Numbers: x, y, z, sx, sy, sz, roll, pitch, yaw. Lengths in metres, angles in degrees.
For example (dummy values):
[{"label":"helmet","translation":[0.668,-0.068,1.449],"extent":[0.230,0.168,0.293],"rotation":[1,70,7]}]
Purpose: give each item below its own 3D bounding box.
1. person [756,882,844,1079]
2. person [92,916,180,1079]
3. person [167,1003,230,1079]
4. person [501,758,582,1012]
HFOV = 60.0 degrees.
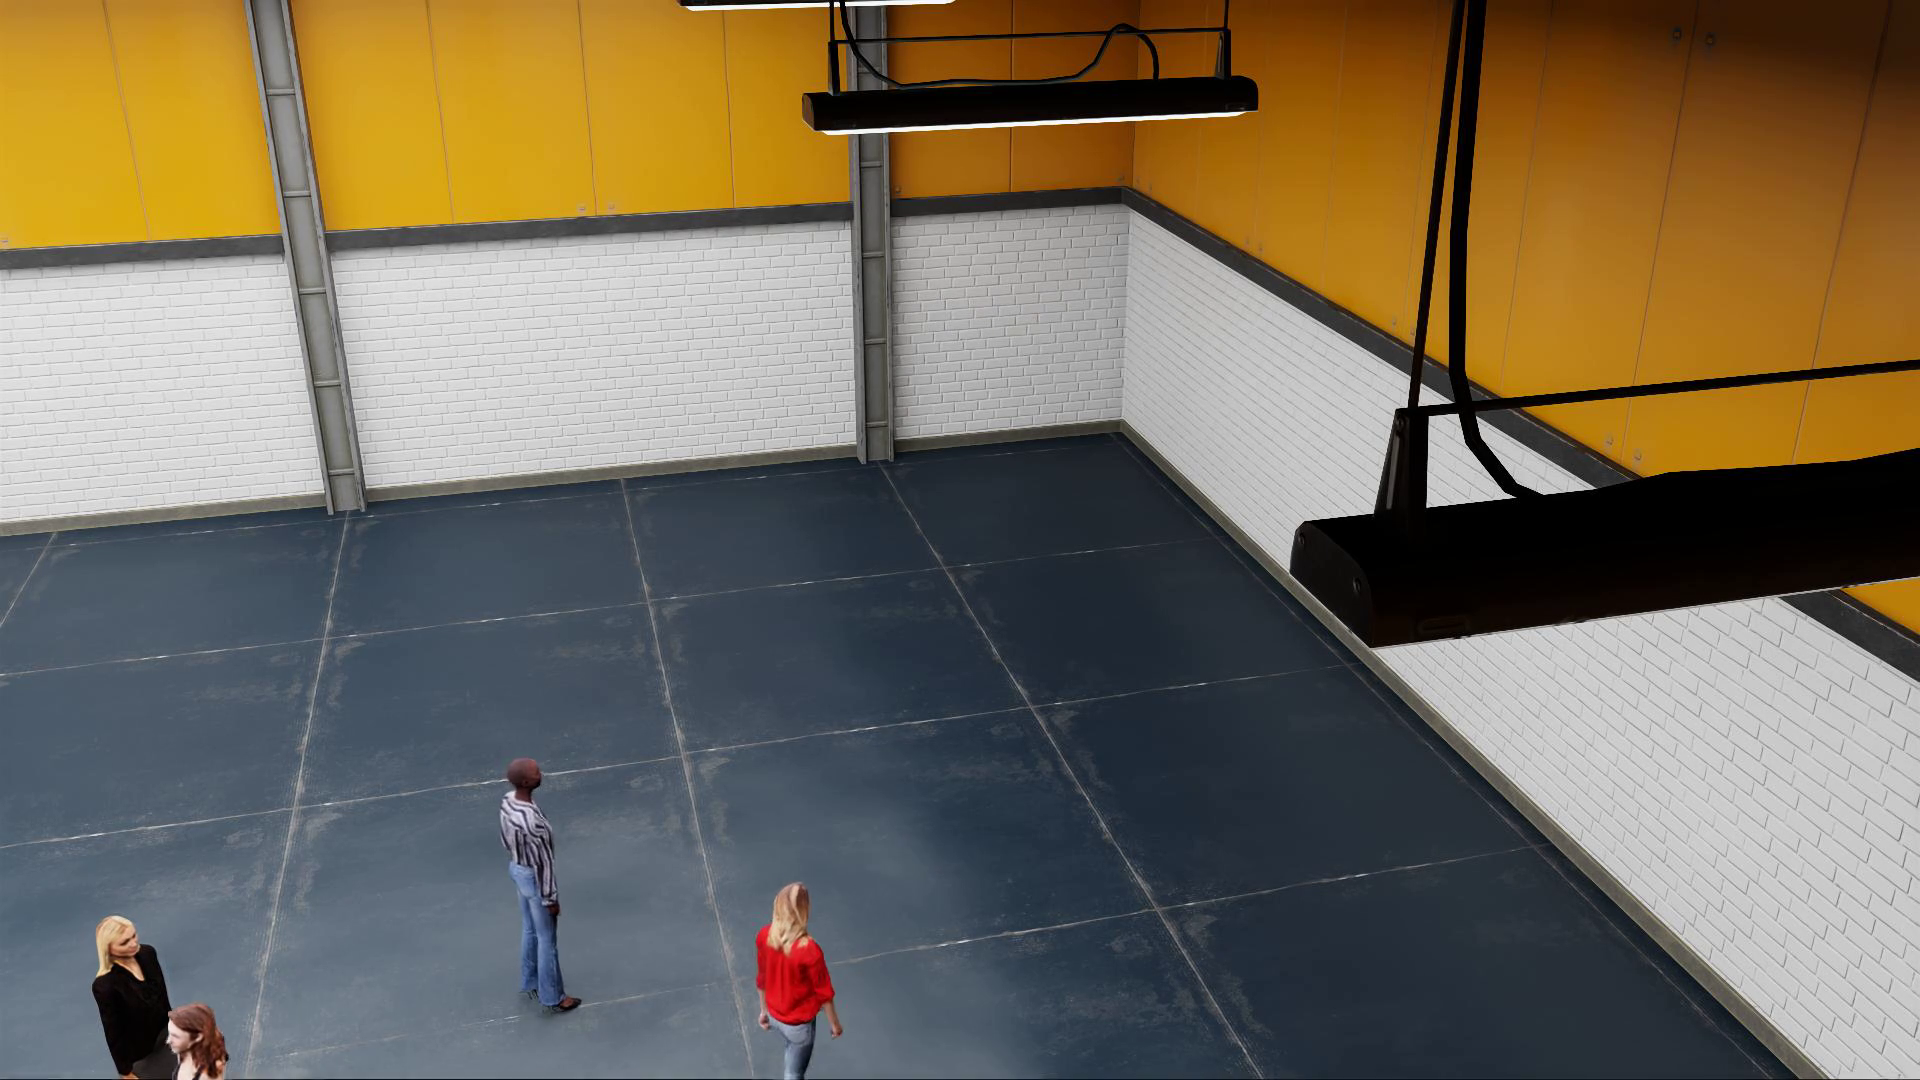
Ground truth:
[{"label":"person","translation":[-0.987,2.726,9.324],"extent":[0.765,1.690,0.808],"rotation":[19,30,36]},{"label":"person","translation":[-4.388,2.799,8.966],"extent":[0.675,1.843,0.684],"rotation":[3,24,8]},{"label":"person","translation":[-3.719,3.046,8.541],"extent":[0.900,1.732,1.068],"rotation":[21,31,39]},{"label":"person","translation":[-2.689,2.168,10.472],"extent":[0.664,1.793,0.711],"rotation":[-16,28,-32]}]
